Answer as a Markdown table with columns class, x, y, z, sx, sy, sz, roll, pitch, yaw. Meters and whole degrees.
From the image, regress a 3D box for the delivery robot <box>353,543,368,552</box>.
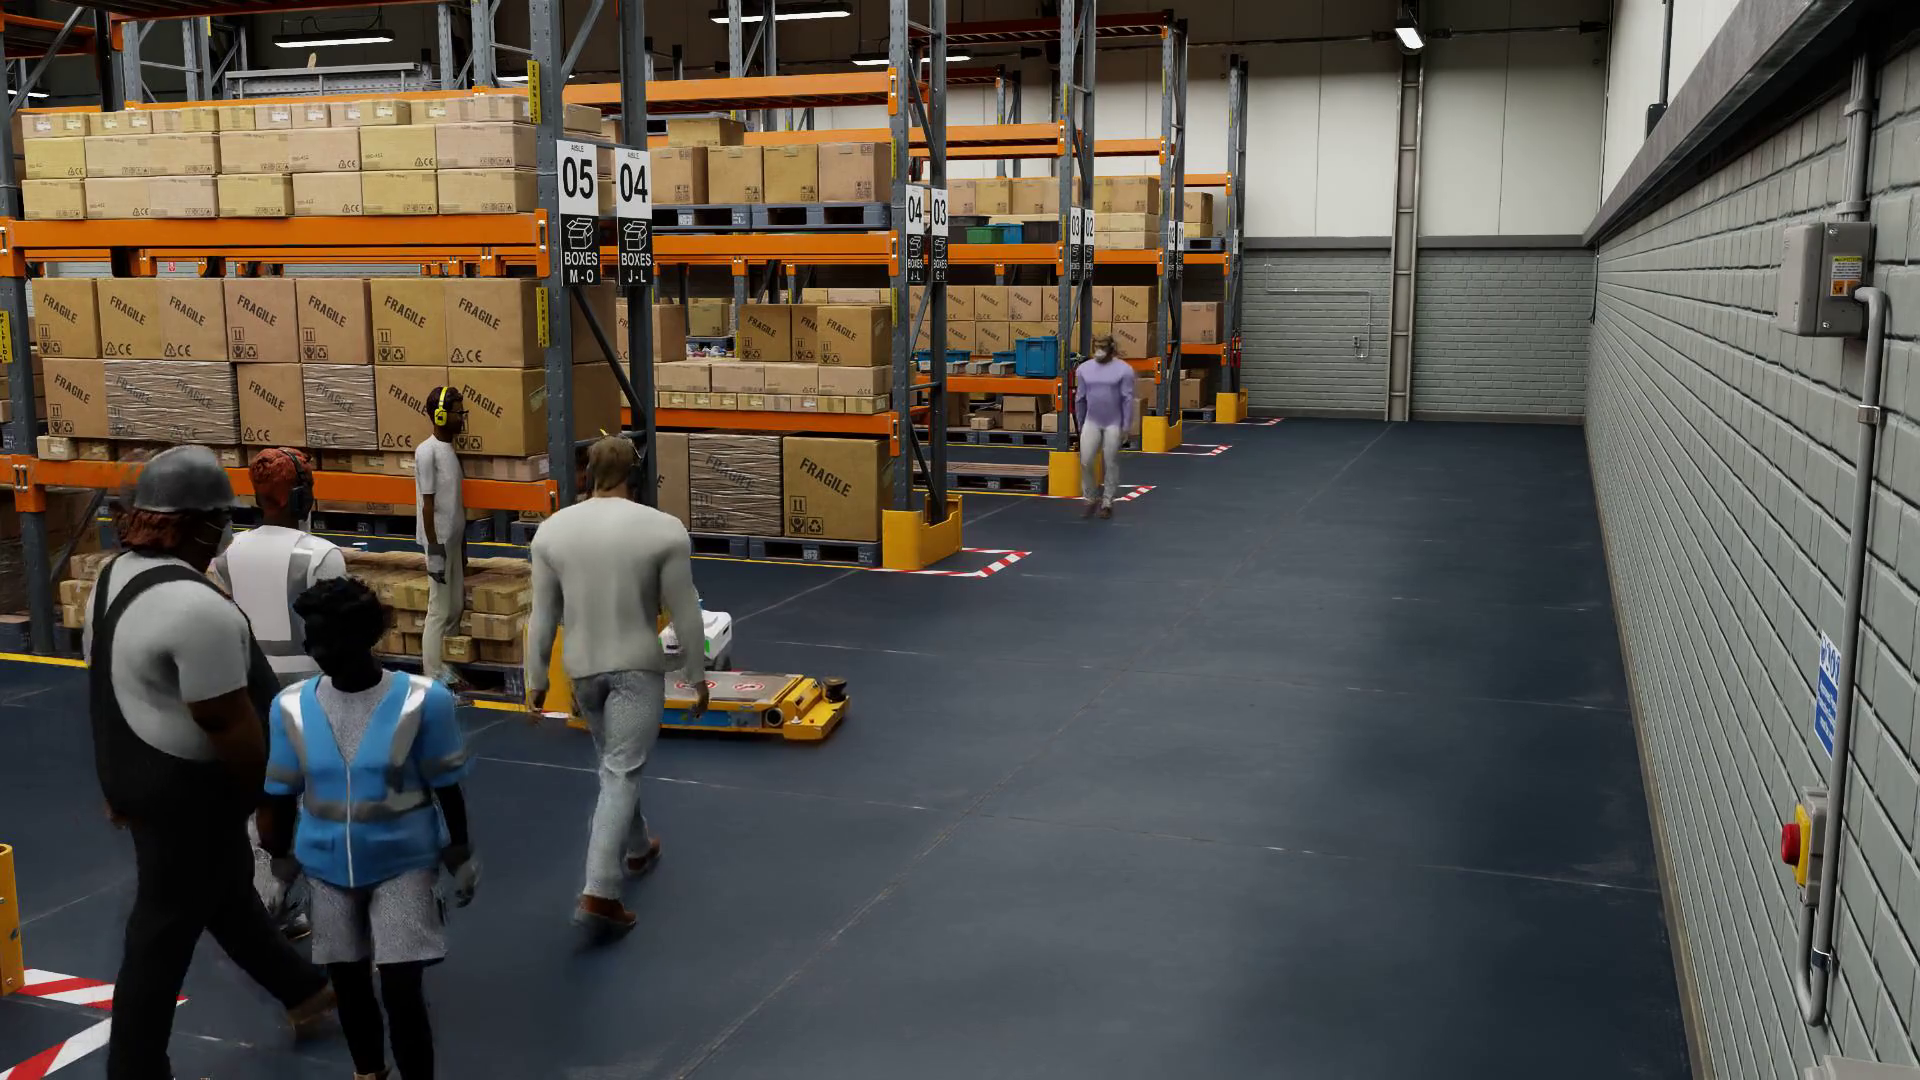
| class | x | y | z | sx | sy | sz | roll | pitch | yaw |
| --- | --- | --- | --- | --- | --- | --- | --- | --- | --- |
| delivery robot | -4.325 | 0.262 | 12.018 | 0.707 | 0.478 | 0.477 | 3 | 10 | 20 |

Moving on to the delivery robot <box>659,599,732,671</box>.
| class | x | y | z | sx | sy | sz | roll | pitch | yaw |
| --- | --- | --- | --- | --- | --- | --- | --- | --- | --- |
| delivery robot | -1.587 | 0.594 | 9.946 | 0.477 | 0.478 | 0.707 | 1 | 9 | 3 |

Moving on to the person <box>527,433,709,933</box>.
| class | x | y | z | sx | sy | sz | roll | pitch | yaw |
| --- | --- | --- | --- | --- | --- | --- | --- | --- | --- |
| person | -1.362 | 0.534 | 6.523 | 0.664 | 1.884 | 1.040 | 2 | 9 | 10 |

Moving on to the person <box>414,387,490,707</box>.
| class | x | y | z | sx | sy | sz | roll | pitch | yaw |
| --- | --- | --- | --- | --- | --- | --- | --- | --- | --- |
| person | -2.968 | 0.041 | 9.644 | 0.333 | 1.860 | 0.510 | 0 | 9 | 2 |

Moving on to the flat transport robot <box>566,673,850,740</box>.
| class | x | y | z | sx | sy | sz | roll | pitch | yaw |
| --- | --- | --- | --- | --- | --- | --- | --- | --- | --- |
| flat transport robot | -1.381 | 0.898 | 9.222 | 1.431 | 0.197 | 0.652 | 1 | 9 | 9 |

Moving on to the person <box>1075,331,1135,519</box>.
| class | x | y | z | sx | sy | sz | roll | pitch | yaw |
| --- | --- | --- | --- | --- | --- | --- | --- | --- | --- |
| person | 1.447 | -1.148 | 16.886 | 0.630 | 1.921 | 0.594 | 3 | 10 | 17 |

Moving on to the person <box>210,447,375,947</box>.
| class | x | y | z | sx | sy | sz | roll | pitch | yaw |
| --- | --- | --- | --- | --- | --- | --- | --- | --- | --- |
| person | -2.412 | 0.603 | 6.054 | 0.574 | 1.882 | 0.356 | 3 | 10 | 18 |

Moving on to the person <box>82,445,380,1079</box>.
| class | x | y | z | sx | sy | sz | roll | pitch | yaw |
| --- | --- | --- | --- | --- | --- | --- | --- | --- | --- |
| person | -2.212 | 0.683 | 5.056 | 1.004 | 2.000 | 0.702 | -9 | 12 | -43 |

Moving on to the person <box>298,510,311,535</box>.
| class | x | y | z | sx | sy | sz | roll | pitch | yaw |
| --- | --- | --- | --- | --- | --- | --- | --- | --- | --- |
| person | -5.630 | -0.648 | 13.986 | 0.429 | 1.841 | 0.633 | 6 | 11 | 33 |

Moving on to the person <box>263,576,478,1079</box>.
| class | x | y | z | sx | sy | sz | roll | pitch | yaw |
| --- | --- | --- | --- | --- | --- | --- | --- | --- | --- |
| person | -1.660 | 0.936 | 4.609 | 0.574 | 1.668 | 0.557 | 0 | 9 | 0 |
